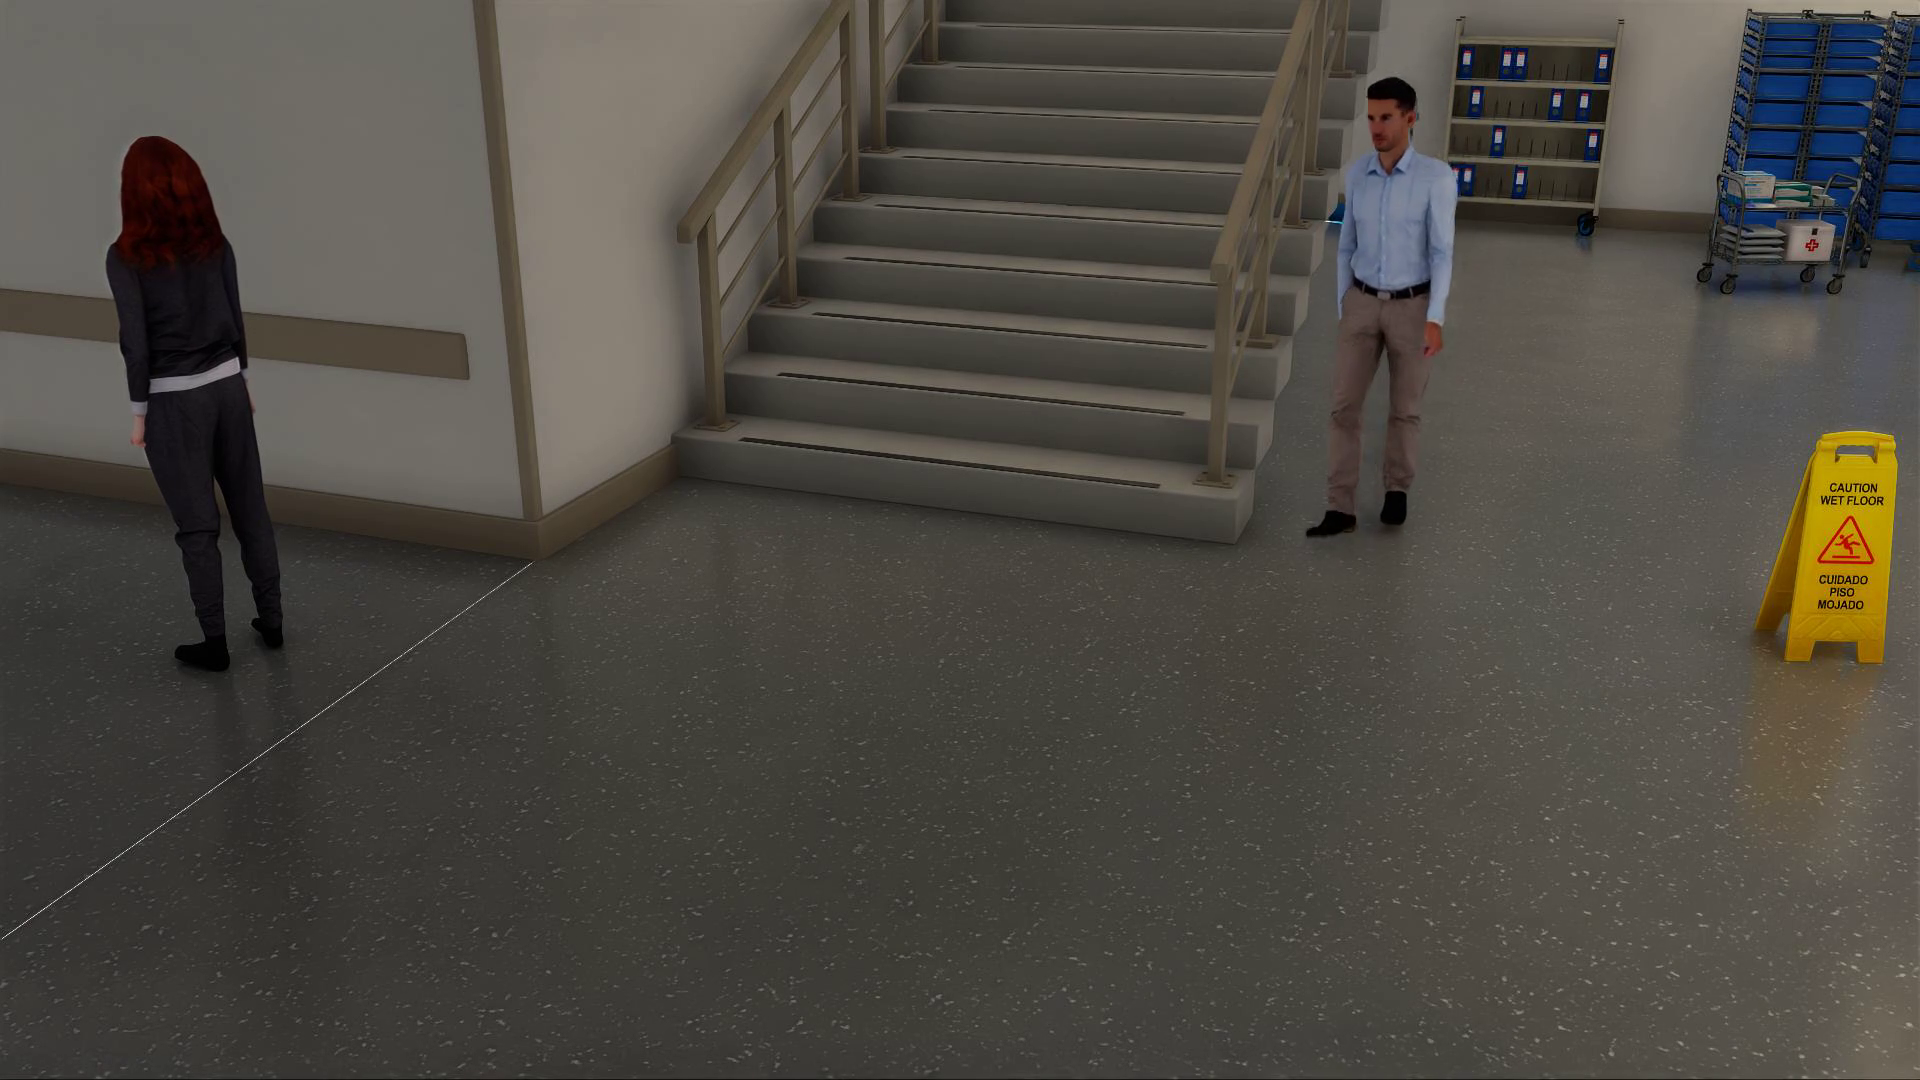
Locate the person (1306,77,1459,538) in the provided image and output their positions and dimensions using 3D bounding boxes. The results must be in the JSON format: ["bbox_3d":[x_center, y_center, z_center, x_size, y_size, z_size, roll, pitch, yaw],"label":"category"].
[{"bbox_3d":[1.777,-0.927,6.770,0.742,1.806,0.994,9,23,23],"label":"person"}]

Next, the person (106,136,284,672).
[{"bbox_3d":[-2.527,-0.435,5.505,0.690,1.780,0.536,14,25,33],"label":"person"}]
